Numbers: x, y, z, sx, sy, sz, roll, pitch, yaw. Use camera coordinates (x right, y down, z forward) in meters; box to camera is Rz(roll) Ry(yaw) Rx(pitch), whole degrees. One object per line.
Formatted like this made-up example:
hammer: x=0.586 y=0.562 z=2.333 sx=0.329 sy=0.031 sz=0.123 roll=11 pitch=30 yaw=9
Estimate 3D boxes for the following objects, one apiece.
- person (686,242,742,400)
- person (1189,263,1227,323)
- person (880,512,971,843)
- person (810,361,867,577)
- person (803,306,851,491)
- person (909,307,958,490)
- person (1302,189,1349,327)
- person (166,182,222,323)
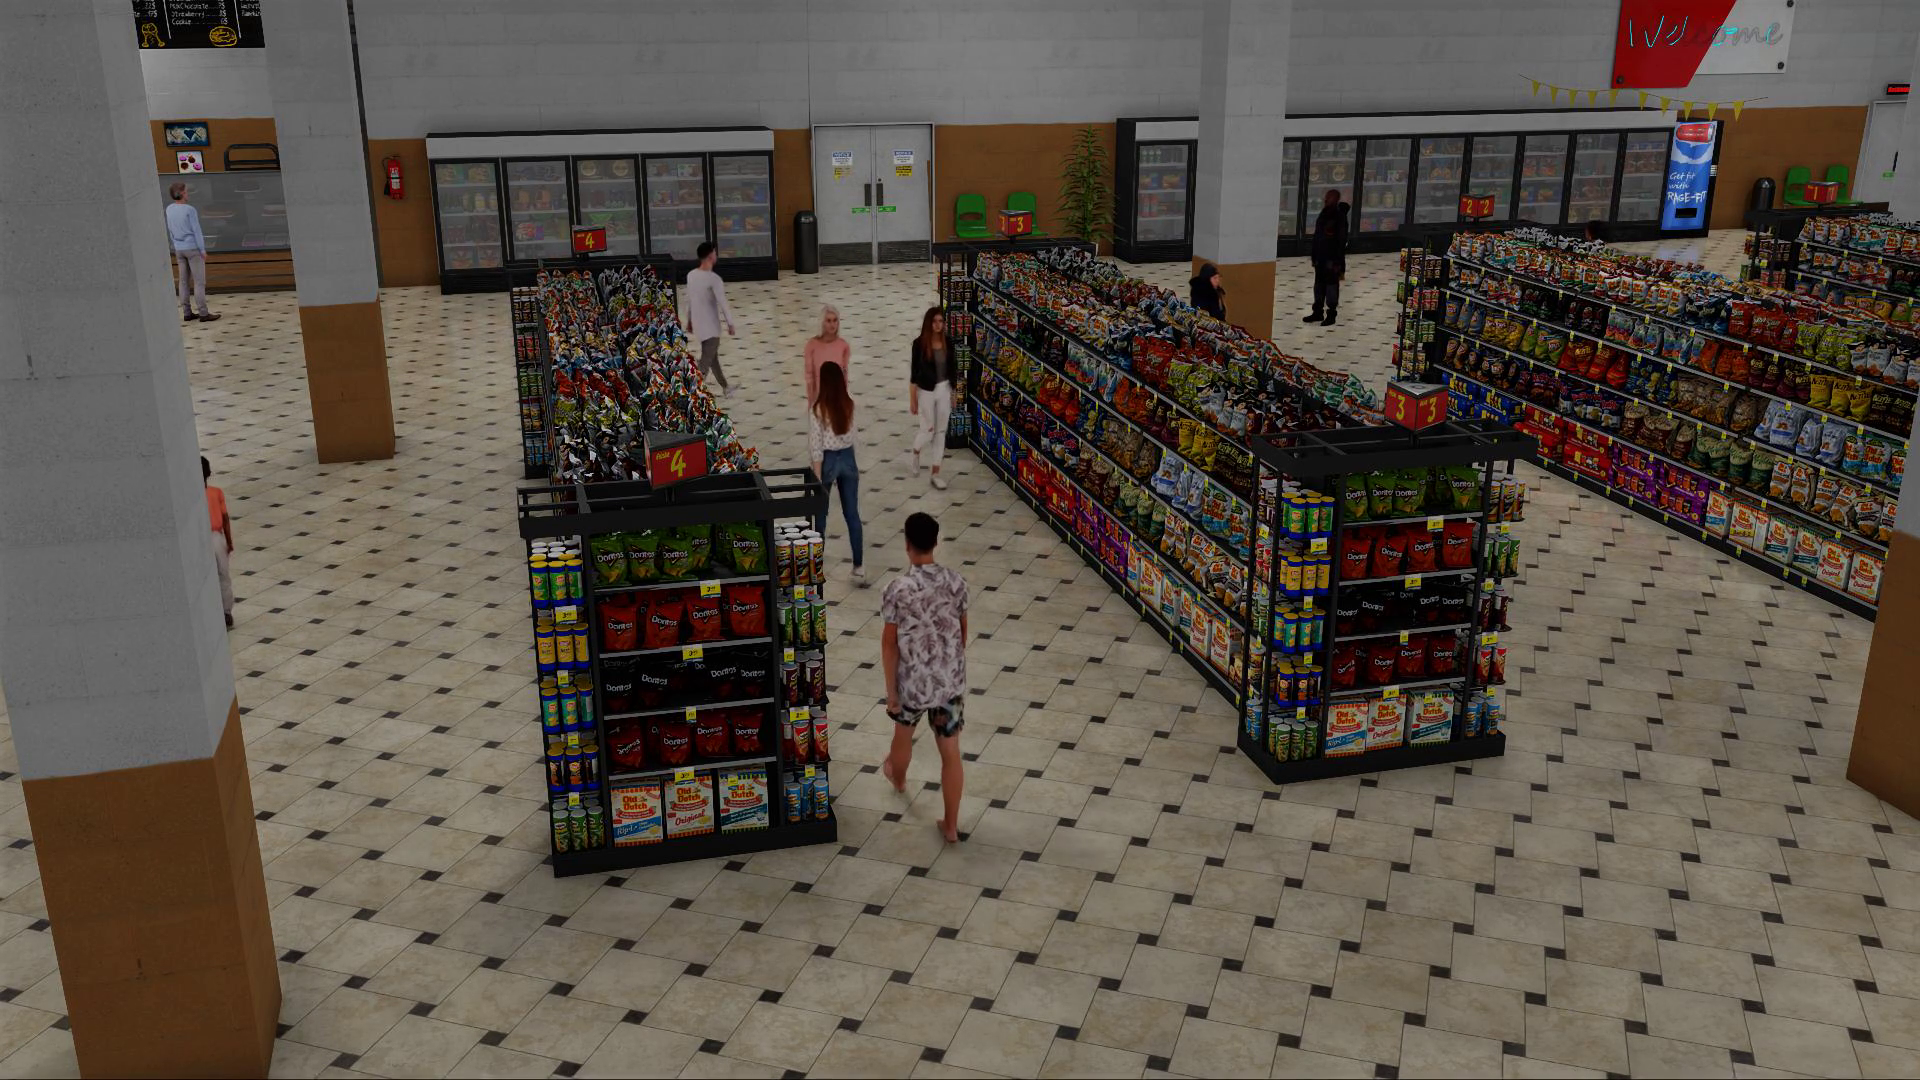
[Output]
person: x=-2.807 y=-2.298 z=18.059 sx=1.114 sy=1.807 sz=1.099 roll=16 pitch=24 yaw=39
person: x=2.604 y=-2.106 z=17.696 sx=0.862 sy=1.674 sz=0.792 roll=9 pitch=20 yaw=24
person: x=-0.137 y=0.779 z=8.979 sx=0.669 sy=1.778 sz=1.087 roll=-5 pitch=19 yaw=-14
person: x=-0.922 y=-0.514 z=12.952 sx=0.666 sy=1.689 sz=1.163 roll=-7 pitch=20 yaw=-21
person: x=-1.255 y=-1.300 z=15.296 sx=0.638 sy=1.681 sz=1.148 roll=-6 pitch=20 yaw=-17
person: x=-0.267 y=-1.330 z=15.377 sx=0.642 sy=1.686 sz=0.800 roll=-7 pitch=20 yaw=-19
person: x=5.036 y=-3.870 z=22.693 sx=0.828 sy=1.826 sz=0.656 roll=-12 pitch=22 yaw=-31
person: x=-10.602 y=-3.960 z=22.851 sx=0.749 sy=1.894 sz=0.771 roll=6 pitch=20 yaw=18
